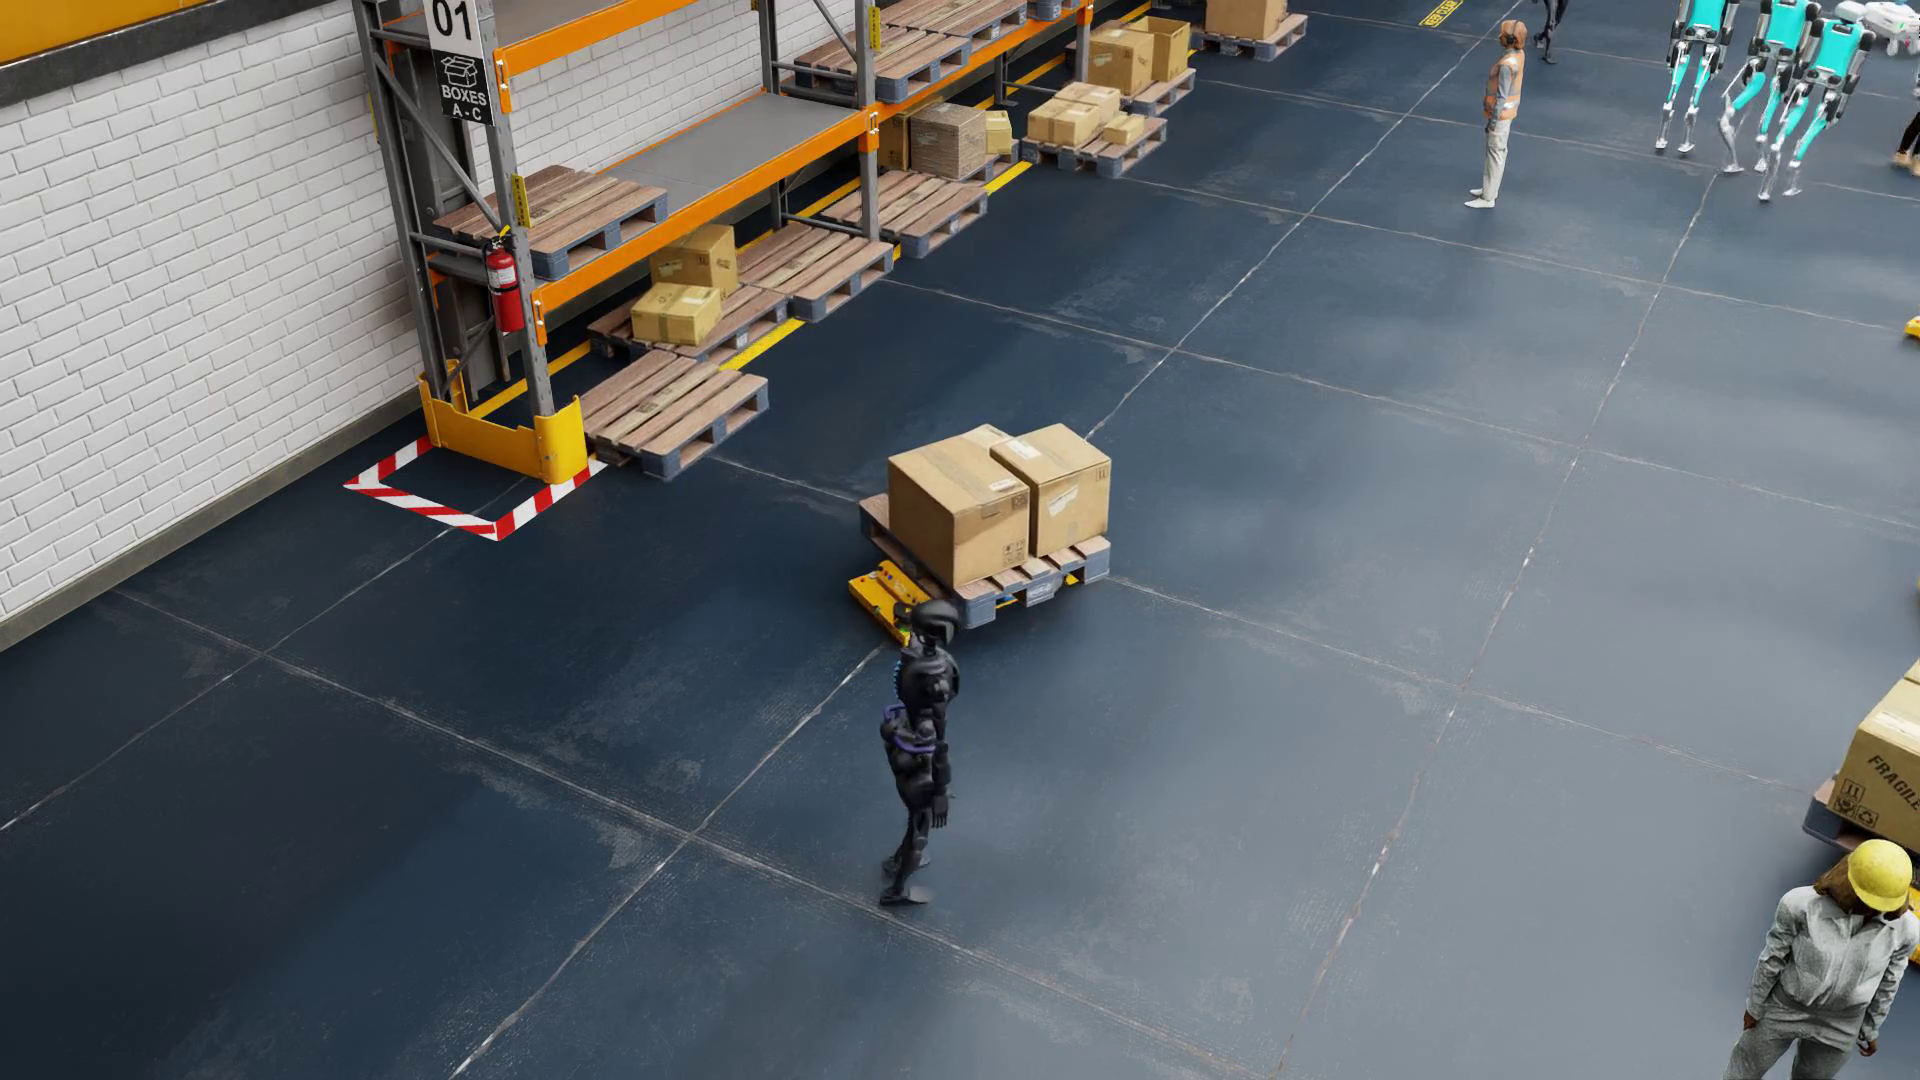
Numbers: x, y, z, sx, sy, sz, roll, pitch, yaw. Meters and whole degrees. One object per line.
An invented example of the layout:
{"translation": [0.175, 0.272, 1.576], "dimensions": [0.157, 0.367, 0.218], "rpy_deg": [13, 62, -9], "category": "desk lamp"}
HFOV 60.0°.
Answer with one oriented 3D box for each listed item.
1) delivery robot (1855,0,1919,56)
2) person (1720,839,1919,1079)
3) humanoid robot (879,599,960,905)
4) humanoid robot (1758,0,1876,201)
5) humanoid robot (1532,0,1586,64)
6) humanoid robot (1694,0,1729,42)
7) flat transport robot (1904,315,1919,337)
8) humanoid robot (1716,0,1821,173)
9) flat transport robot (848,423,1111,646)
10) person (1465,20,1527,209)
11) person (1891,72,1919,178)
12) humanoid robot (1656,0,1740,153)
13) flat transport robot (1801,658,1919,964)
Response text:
{"translation": [10.439, -5.783, 18.640], "dimensions": [0.499, 0.597, 0.779], "rpy_deg": [-5, 34, -8], "category": "delivery robot"}
{"translation": [3.156, 1.762, 6.147], "dimensions": [0.484, 1.739, 0.303], "rpy_deg": [8, 34, 12], "category": "person"}
{"translation": [-0.200, 0.951, 7.436], "dimensions": [0.403, 1.637, 0.588], "rpy_deg": [-10, 35, -15], "category": "humanoid robot"}
{"translation": [7.361, -3.740, 14.499], "dimensions": [0.904, 1.777, 0.569], "rpy_deg": [-26, 41, -33], "category": "humanoid robot"}
{"translation": [6.528, -6.083, 18.135], "dimensions": [0.585, 1.654, 0.771], "rpy_deg": [-5, 34, -7], "category": "humanoid robot"}
{"translation": [8.606, -6.416, 18.629], "dimensions": [0.587, 1.624, 0.796], "rpy_deg": [21, 39, 28], "category": "humanoid robot"}
{"translation": [7.939, -1.794, 12.862], "dimensions": [1.431, 0.231, 0.659], "rpy_deg": [-28, 43, -35], "category": "flat transport robot"}
{"translation": [7.243, -4.153, 15.115], "dimensions": [0.836, 1.764, 0.573], "rpy_deg": [-24, 40, -31], "category": "humanoid robot"}
{"translation": [0.115, 0.176, 9.882], "dimensions": [1.431, 0.231, 0.659], "rpy_deg": [-20, 38, -27], "category": "flat transport robot"}
{"translation": [4.708, -3.712, 14.519], "dimensions": [0.305, 1.640, 0.519], "rpy_deg": [14, 36, 20], "category": "person"}
{"translation": [8.924, -4.126, 15.098], "dimensions": [0.551, 1.674, 0.547], "rpy_deg": [-20, 38, -27], "category": "person"}
{"translation": [6.811, -4.450, 15.466], "dimensions": [0.531, 1.697, 0.738], "rpy_deg": [17, 37, 24], "category": "humanoid robot"}
{"translation": [4.730, 1.521, 7.847], "dimensions": [1.431, 0.231, 0.659], "rpy_deg": [-28, 43, -35], "category": "flat transport robot"}
